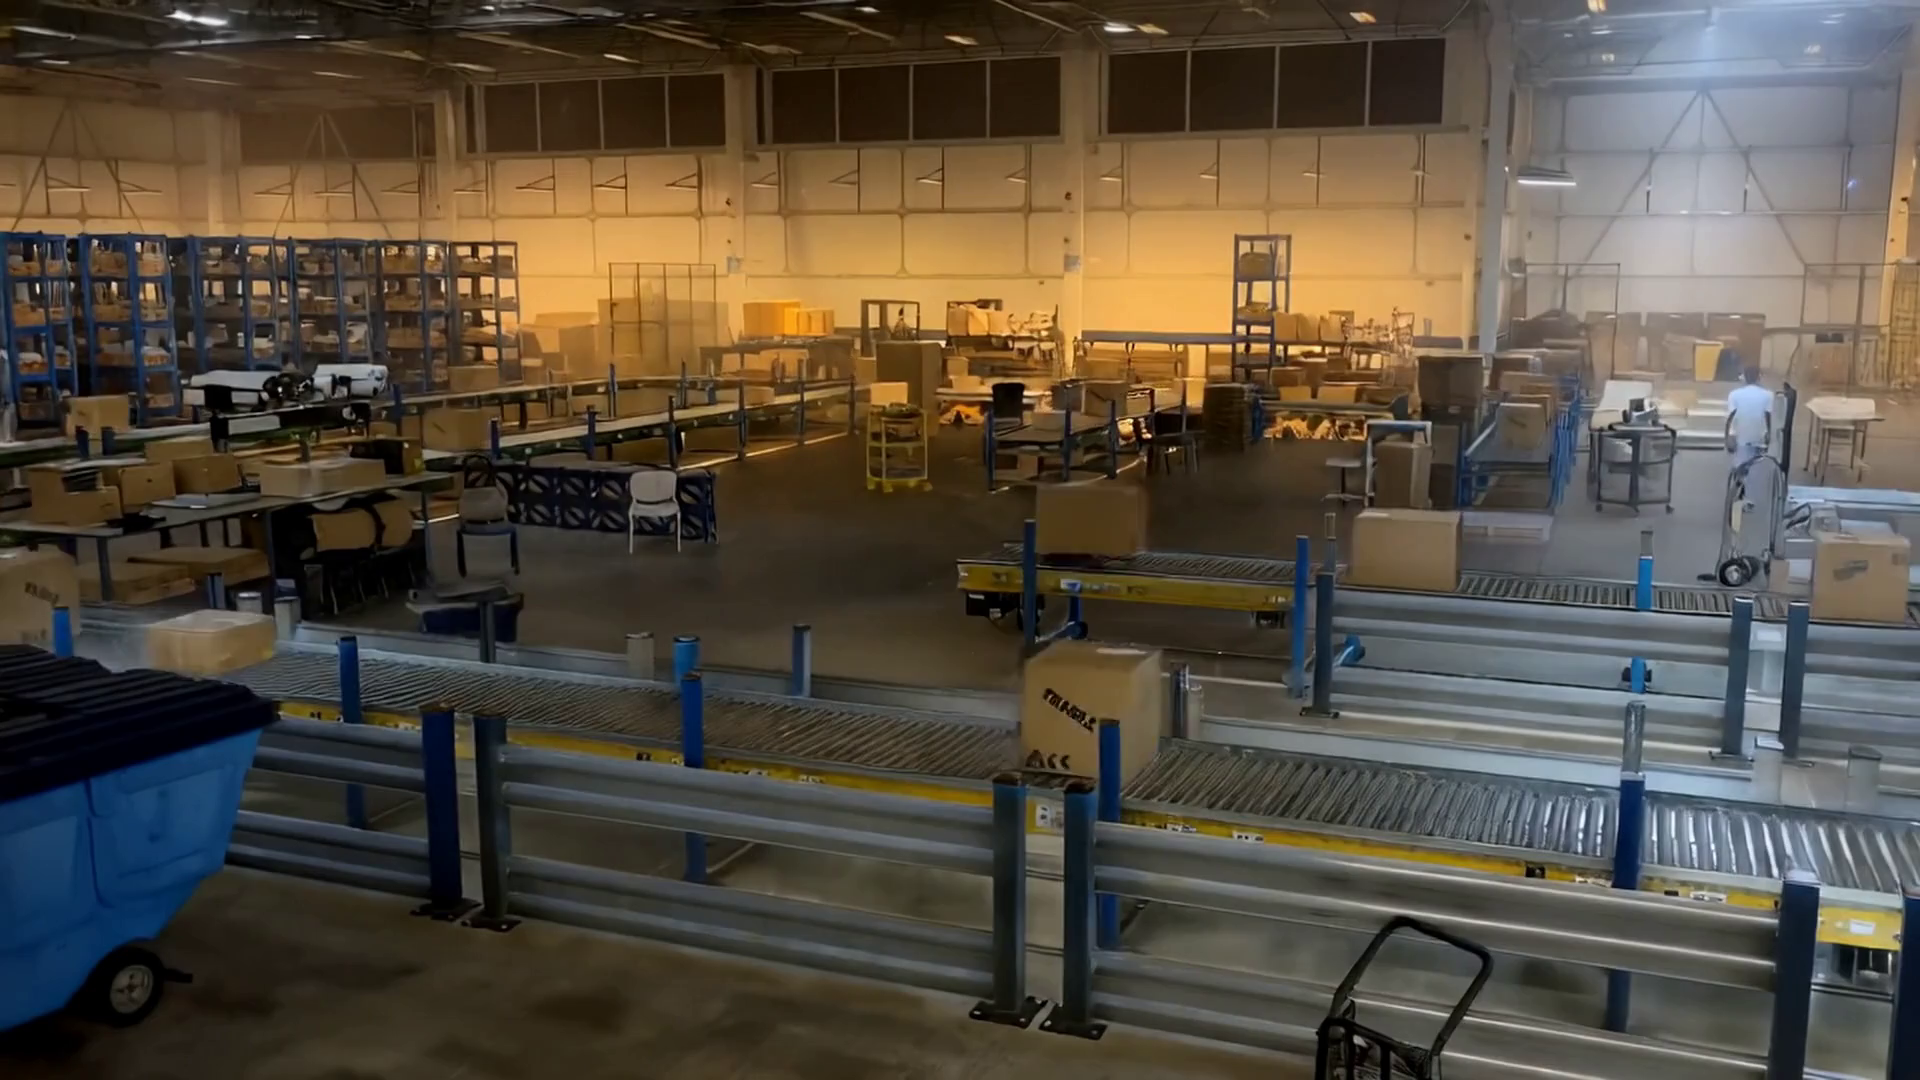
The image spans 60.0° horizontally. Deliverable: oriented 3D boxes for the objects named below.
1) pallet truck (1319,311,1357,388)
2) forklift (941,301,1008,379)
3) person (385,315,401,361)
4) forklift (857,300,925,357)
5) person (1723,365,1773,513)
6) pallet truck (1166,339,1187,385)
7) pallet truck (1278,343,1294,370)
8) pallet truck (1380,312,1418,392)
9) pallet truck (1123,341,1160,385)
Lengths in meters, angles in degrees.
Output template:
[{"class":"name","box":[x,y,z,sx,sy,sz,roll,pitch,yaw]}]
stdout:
[{"class":"pallet truck","box":[9.071,-4.419,39.190,0.823,1.965,1.885,5,10,26]},{"class":"forklift","box":[0.365,-4.966,41.571,1.157,1.987,2.680,3,10,20]},{"class":"person","box":[-16.227,-5.817,47.724,0.609,1.987,0.401,5,11,28]},{"class":"forklift","box":[-1.732,-5.109,42.468,1.157,1.987,2.680,4,10,22]},{"class":"person","box":[9.771,-1.261,20.625,0.544,1.808,1.003,4,10,22]},{"class":"pallet truck","box":[5.418,-4.269,40.420,0.704,1.261,1.522,3,10,20]},{"class":"pallet truck","box":[7.886,-4.163,39.743,0.653,1.274,1.630,4,10,22]},{"class":"pallet truck","box":[10.207,-4.283,38.369,0.823,1.965,1.885,3,10,20]},{"class":"pallet truck","box":[4.445,-4.380,41.279,0.680,1.201,1.601,4,10,22]}]
